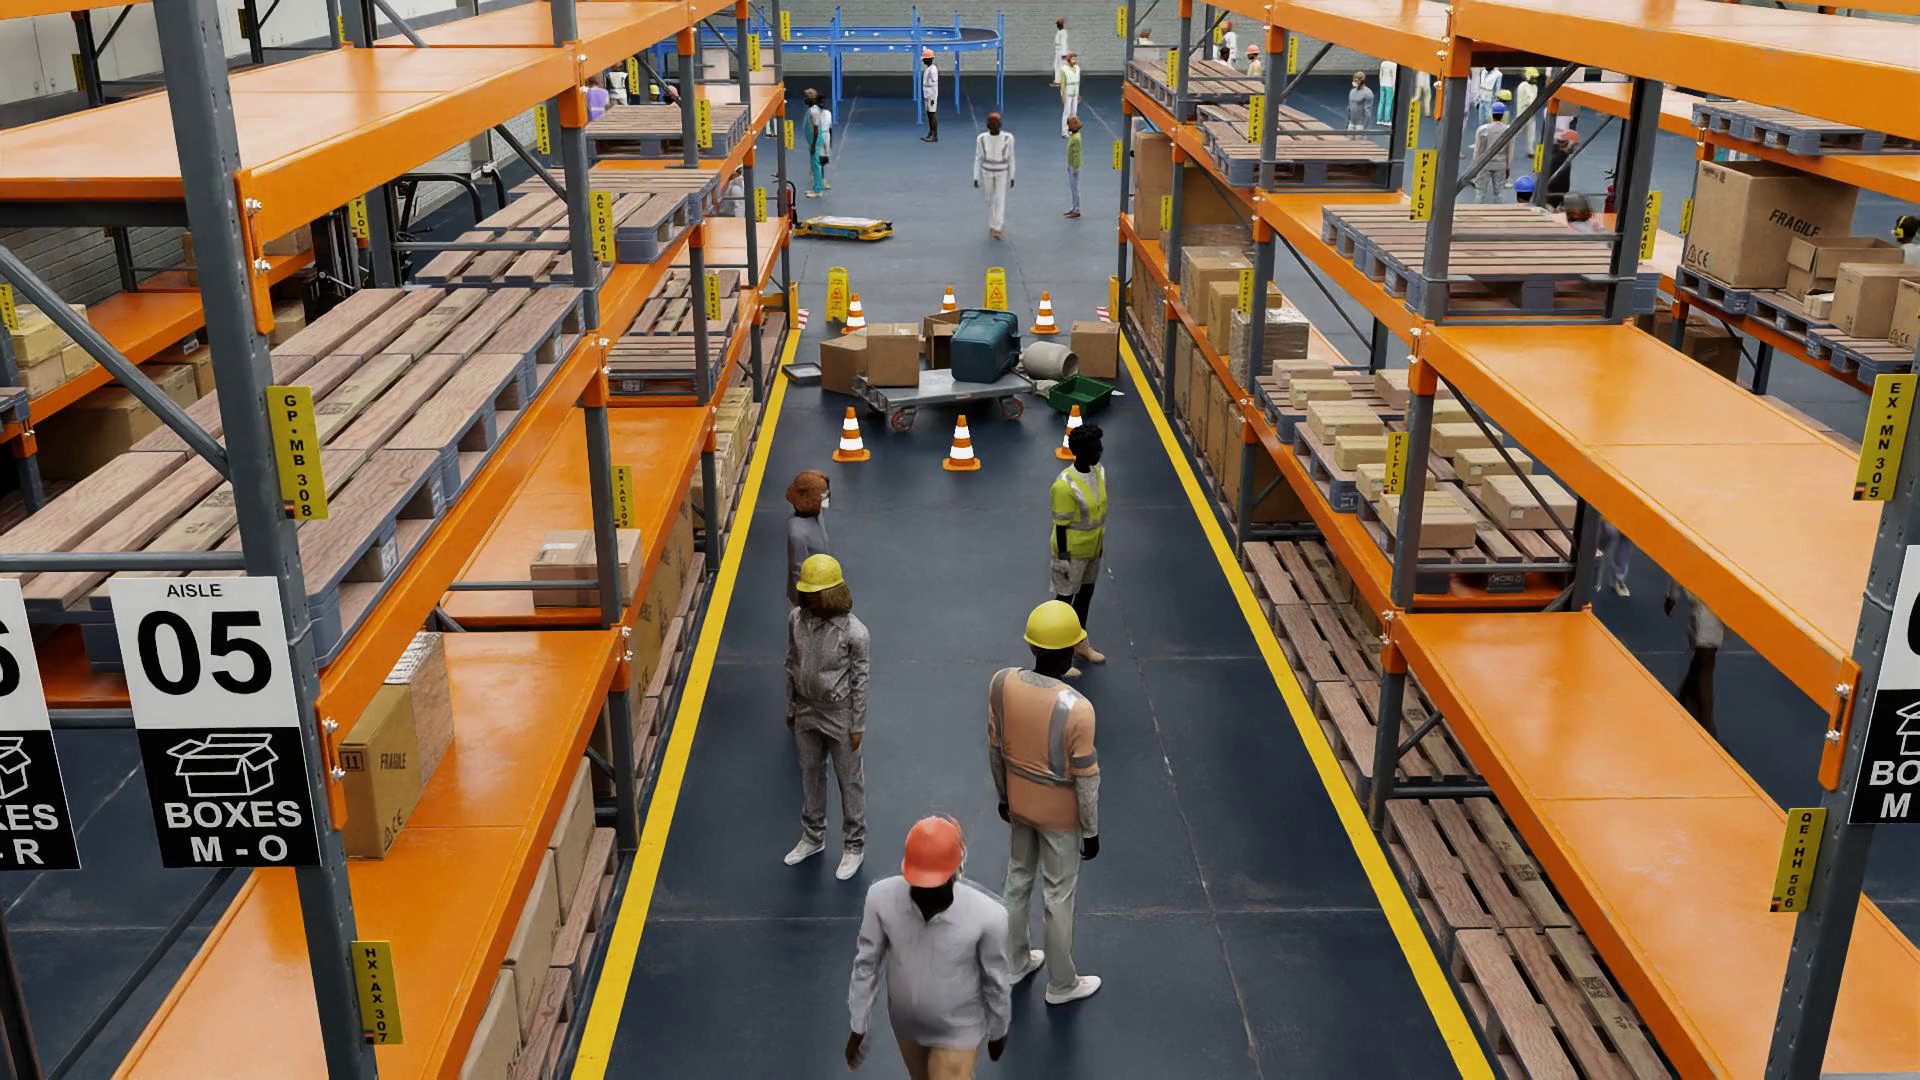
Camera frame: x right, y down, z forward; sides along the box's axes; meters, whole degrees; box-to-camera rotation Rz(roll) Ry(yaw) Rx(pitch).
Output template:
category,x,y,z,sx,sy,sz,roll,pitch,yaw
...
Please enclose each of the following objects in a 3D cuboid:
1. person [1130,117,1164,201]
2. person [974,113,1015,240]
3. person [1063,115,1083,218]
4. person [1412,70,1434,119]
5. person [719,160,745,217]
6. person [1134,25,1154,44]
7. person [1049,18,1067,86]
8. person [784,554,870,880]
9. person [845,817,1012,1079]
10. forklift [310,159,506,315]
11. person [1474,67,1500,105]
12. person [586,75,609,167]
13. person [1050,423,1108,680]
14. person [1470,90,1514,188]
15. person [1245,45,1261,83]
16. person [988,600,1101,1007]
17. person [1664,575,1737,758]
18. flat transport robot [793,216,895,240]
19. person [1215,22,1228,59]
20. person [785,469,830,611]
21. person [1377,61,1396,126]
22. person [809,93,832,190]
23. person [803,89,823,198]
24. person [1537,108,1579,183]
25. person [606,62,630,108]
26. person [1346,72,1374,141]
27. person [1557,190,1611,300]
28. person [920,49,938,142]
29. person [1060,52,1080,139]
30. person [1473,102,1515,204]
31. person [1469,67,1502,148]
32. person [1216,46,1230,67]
category,x,y,z,sx,sy,sz,roll,pitch,yaw
person,3.171,-6.683,28.315,0.619,1.836,0.430,-9,22,-22
person,0.495,-5.462,25.063,0.593,1.843,0.897,4,21,11
person,1.839,-6.030,26.874,0.277,1.628,0.504,-2,21,-4
person,11.006,-10.857,39.661,0.756,1.609,0.507,-8,22,-20
person,-2.866,-4.026,21.283,0.404,1.832,0.600,-2,21,-7
person,4.679,-11.937,41.905,0.561,2.000,0.706,-18,27,-40
person,2.912,-13.821,47.131,0.663,1.865,0.596,-7,22,-17
person,-0.682,0.887,8.424,0.486,1.744,0.294,11,23,27
person,-0.138,1.796,6.067,0.567,1.711,0.869,9,22,22
forklift,-5.622,-2.910,17.832,2.313,2.155,1.214,-1,21,-1
person,13.447,-11.872,42.204,0.716,1.713,0.507,-3,21,-8
person,-6.935,-7.973,31.775,0.560,1.801,0.929,-7,22,-19
person,0.763,0.057,10.695,0.318,1.692,0.537,14,25,33
person,9.551,-7.141,29.659,0.820,1.731,0.529,-6,22,-16
person,6.481,-9.998,36.945,0.391,1.929,0.539,0,21,-1
person,0.388,1.171,7.414,0.586,1.928,0.369,18,27,39
person,4.477,0.327,9.702,0.569,1.882,0.977,1,21,2
flat transport robot,-1.781,-4.796,25.492,1.431,0.197,0.652,8,22,21
person,6.751,-12.415,43.245,0.531,2.006,0.781,-7,22,-17
person,-0.901,0.344,10.028,0.282,1.624,0.508,3,21,8
person,9.886,-10.459,38.378,0.302,1.771,0.531,-11,23,-26
person,-2.532,-7.133,29.715,0.539,1.675,0.657,-19,28,-40
person,-2.538,-6.849,28.728,0.331,1.844,0.519,-2,21,-5
person,10.232,-6.792,28.548,0.597,1.890,0.843,15,25,35
person,-7.502,-9.703,36.557,0.514,1.641,0.315,1,21,3
person,7.370,-7.682,30.822,0.385,1.929,0.635,-9,22,-22
person,6.454,-2.670,17.411,0.690,2.000,0.986,-2,21,-6
person,-0.664,-9.543,35.725,0.364,1.933,0.552,-6,21,-15
person,2.393,-9.685,36.250,0.407,1.830,0.576,17,27,38
person,8.279,-5.816,25.878,0.602,1.939,0.418,4,21,10
person,10.992,-9.115,34.615,0.391,1.920,0.587,-8,22,-20
person,5.755,-9.932,36.794,0.399,1.909,0.599,-6,21,-15
